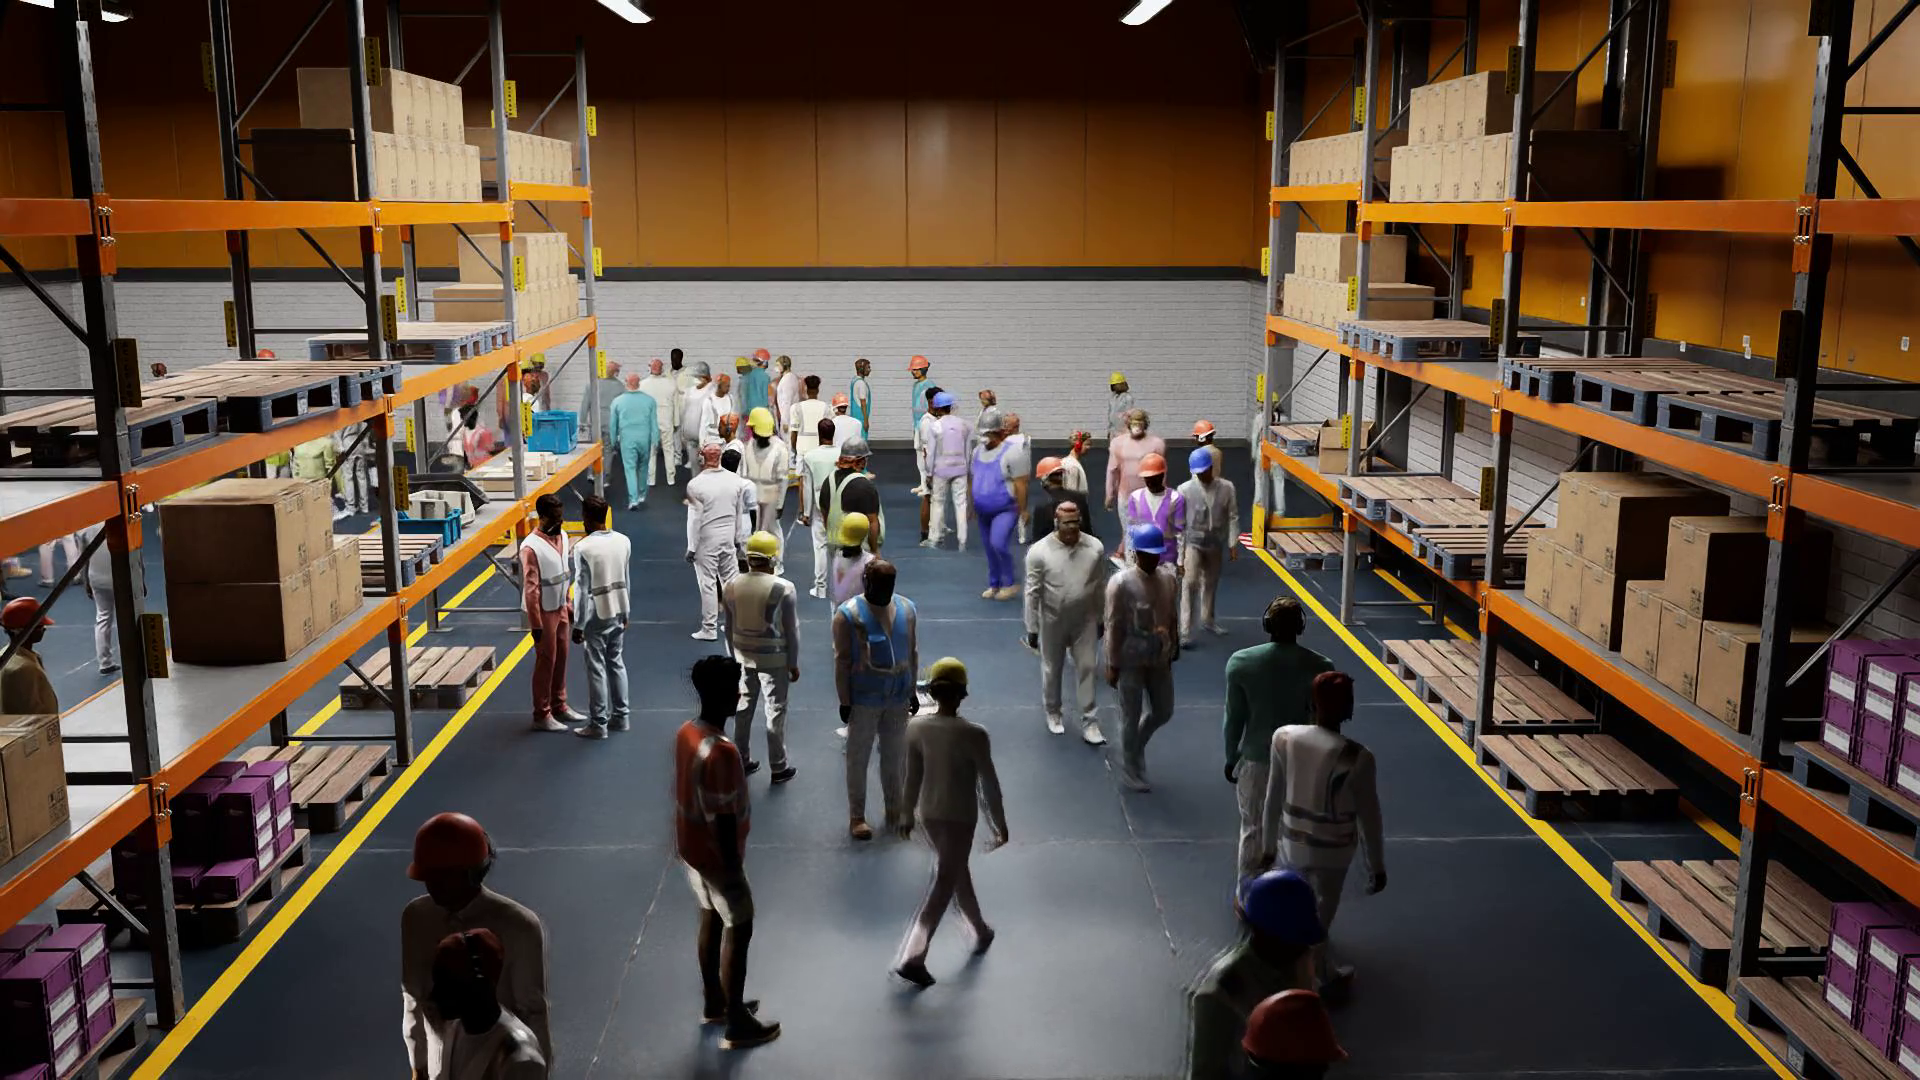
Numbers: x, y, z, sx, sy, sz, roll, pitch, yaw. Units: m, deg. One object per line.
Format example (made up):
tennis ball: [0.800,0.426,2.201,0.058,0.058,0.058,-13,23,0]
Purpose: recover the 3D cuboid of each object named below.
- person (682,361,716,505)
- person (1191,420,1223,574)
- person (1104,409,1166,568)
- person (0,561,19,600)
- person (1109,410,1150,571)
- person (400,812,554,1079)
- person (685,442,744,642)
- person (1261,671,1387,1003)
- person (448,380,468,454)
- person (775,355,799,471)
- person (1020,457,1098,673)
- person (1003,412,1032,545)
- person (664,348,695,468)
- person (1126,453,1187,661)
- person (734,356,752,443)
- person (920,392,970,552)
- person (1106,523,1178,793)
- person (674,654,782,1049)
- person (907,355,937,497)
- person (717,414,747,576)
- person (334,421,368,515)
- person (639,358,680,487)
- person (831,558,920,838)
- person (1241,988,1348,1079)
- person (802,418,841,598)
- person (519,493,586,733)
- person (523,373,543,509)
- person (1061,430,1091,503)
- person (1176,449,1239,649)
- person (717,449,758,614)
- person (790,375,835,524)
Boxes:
person: [-3.591,-1.483,23.069,0.725,2.000,0.549,6,13,30]
person: [2.756,-0.488,18.839,0.354,1.738,0.575,7,13,31]
person: [1.932,-0.487,18.349,0.650,1.924,0.425,5,12,22]
person: [-10.170,-0.280,17.307,0.382,1.933,0.566,4,12,21]
person: [1.965,-0.528,18.655,0.421,1.891,0.672,1,11,7]
person: [-1.780,1.936,6.083,0.637,1.986,0.414,4,12,18]
person: [-2.369,0.012,15.910,0.403,1.906,0.651,10,15,42]
person: [1.886,1.546,8.361,0.891,1.844,0.597,-11,16,-43]
person: [-8.212,-2.112,27.243,0.279,1.634,0.499,6,13,28]
person: [-2.588,-1.821,25.048,0.363,1.933,0.631,0,11,-1]
person: [0.921,0.211,14.913,0.679,1.902,1.069,-10,15,-41]
person: [0.634,-0.742,20.364,0.514,1.641,0.308,-3,12,-14]
person: [-4.451,-2.109,26.555,0.586,1.910,0.395,6,13,29]
person: [1.781,0.156,15.161,0.557,1.921,0.388,4,12,20]
person: [-3.496,-2.107,26.972,0.320,1.738,0.486,1,11,4]
person: [-0.155,-0.819,20.091,0.614,1.917,0.641,-5,12,-23]
person: [1.278,0.821,11.805,0.617,1.934,0.492,-5,12,-25]
person: [-1.179,1.519,8.231,0.424,1.957,0.643,-6,13,-27]
person: [-0.546,-1.636,23.879,0.420,2.031,0.605,-6,13,-26]
person: [-2.514,-0.457,18.320,0.351,1.882,0.582,-1,11,-6]
person: [-8.253,-1.200,22.423,0.322,1.738,0.484,5,12,24]
person: [-4.494,-1.749,24.766,0.640,1.900,0.399,-4,12,-20]
person: [-0.530,1.028,10.982,0.624,1.844,0.429,-7,13,-31]
person: [0.883,2.219,4.823,0.558,1.916,0.562,1,11,5]
person: [-1.387,-0.333,17.650,0.585,1.911,0.391,-7,13,-30]
person: [-3.250,0.567,13.134,0.401,1.908,0.597,3,12,13]
person: [-5.902,-1.357,22.865,0.353,1.878,0.568,-9,14,-38]
person: [1.155,-0.225,17.279,0.406,1.835,0.568,0,11,2]
person: [2.317,0.056,15.784,0.640,1.893,0.807,-2,11,-11]
person: [-2.318,-0.083,16.913,0.540,1.695,0.317,0,11,1]
person: [-1.925,-1.182,21.778,0.605,1.958,0.380,-2,11,-8]
